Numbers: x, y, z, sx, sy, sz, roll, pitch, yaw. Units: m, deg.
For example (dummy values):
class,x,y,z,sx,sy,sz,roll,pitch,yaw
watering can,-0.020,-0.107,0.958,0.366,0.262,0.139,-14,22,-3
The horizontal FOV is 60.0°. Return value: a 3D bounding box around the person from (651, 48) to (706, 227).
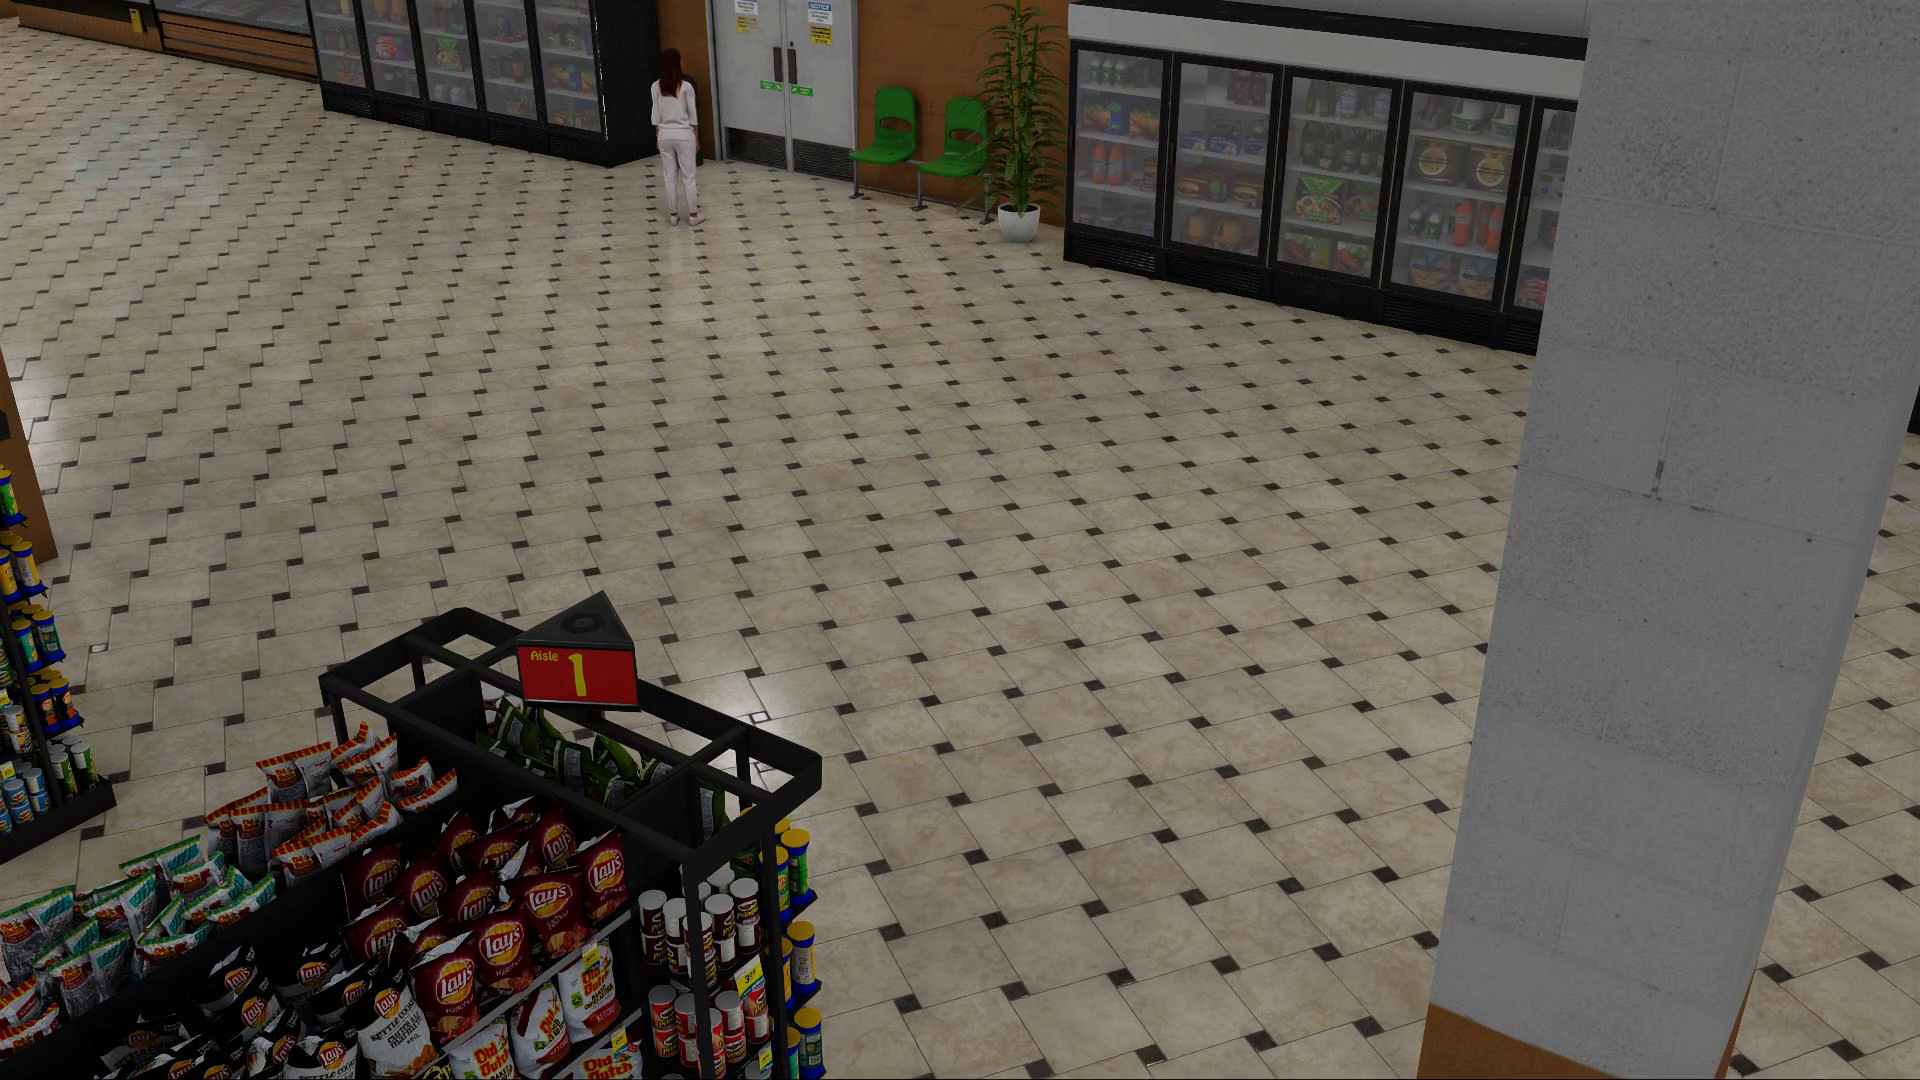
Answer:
class,x,y,z,sx,sy,sz,roll,pitch,yaw
person,-2.749,-3.908,16.162,0.679,1.689,0.683,3,27,6
